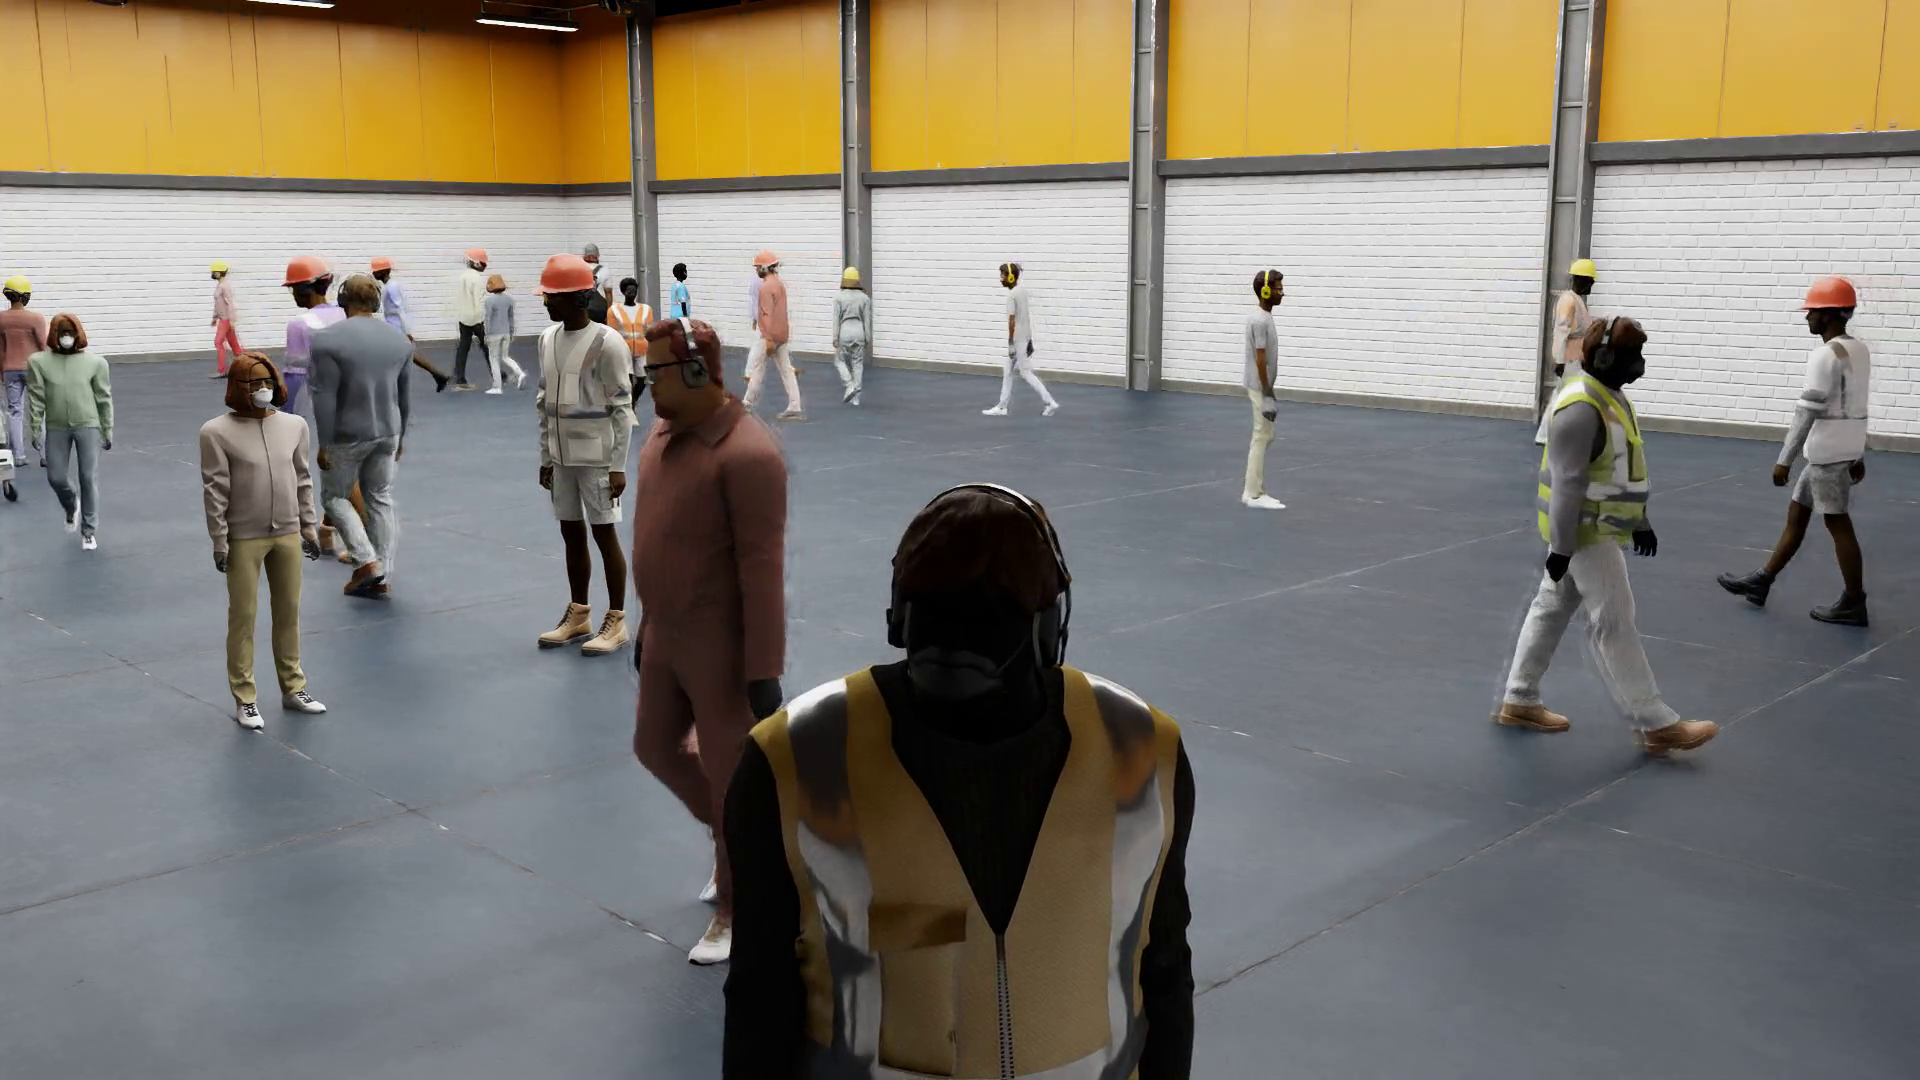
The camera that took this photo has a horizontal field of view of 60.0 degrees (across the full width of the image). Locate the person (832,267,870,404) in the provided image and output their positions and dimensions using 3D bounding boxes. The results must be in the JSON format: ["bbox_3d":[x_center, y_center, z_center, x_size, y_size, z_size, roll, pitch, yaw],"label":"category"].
[{"bbox_3d":[-1.376,-2.569,20.991,0.501,1.730,0.370,-4,11,-22],"label":"person"}]

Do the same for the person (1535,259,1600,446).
[{"bbox_3d":[6.196,-1.850,16.631,0.816,1.887,0.610,5,12,27],"label":"person"}]

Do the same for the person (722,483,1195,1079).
[{"bbox_3d":[0.014,0.835,2.145,0.624,1.841,0.430,-2,11,-12],"label":"person"}]

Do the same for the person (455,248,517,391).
[{"bbox_3d":[-6.617,-3.046,23.011,0.605,1.932,1.005,9,14,42],"label":"person"}]

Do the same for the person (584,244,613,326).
[{"bbox_3d":[-5.757,-3.652,26.056,0.693,2.000,1.006,-1,10,-5],"label":"person"}]

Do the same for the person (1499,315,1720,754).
[{"bbox_3d":[2.733,-0.026,6.929,0.933,1.793,0.644,6,12,28],"label":"person"}]

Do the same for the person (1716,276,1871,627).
[{"bbox_3d":[4.678,-0.498,9.240,0.930,1.896,0.574,10,14,44],"label":"person"}]

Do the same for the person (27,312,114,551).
[{"bbox_3d":[-6.059,-0.752,11.373,0.522,1.617,0.478,-4,11,-22],"label":"person"}]

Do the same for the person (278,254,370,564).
[{"bbox_3d":[-4.162,-0.842,10.844,0.924,1.999,0.682,3,11,17],"label":"person"}]

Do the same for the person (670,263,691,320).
[{"bbox_3d":[-4.369,-3.478,26.050,0.318,1.696,0.532,-5,12,-25],"label":"person"}]

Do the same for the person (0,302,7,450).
[{"bbox_3d":[-9.686,-1.756,16.345,0.641,1.808,0.591,3,11,15],"label":"person"}]

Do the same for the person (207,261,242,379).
[{"bbox_3d":[-11.022,-3.272,24.773,0.715,1.745,0.523,-7,12,-32],"label":"person"}]

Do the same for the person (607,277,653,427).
[{"bbox_3d":[-3.707,-2.123,18.725,0.538,1.676,0.688,-5,11,-24],"label":"person"}]

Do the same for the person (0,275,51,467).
[{"bbox_3d":[-8.612,-1.547,15.333,0.522,1.769,0.311,0,10,0],"label":"person"}]

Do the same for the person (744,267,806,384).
[{"bbox_3d":[-2.690,-3.195,23.975,1.012,1.886,0.641,-4,11,-20],"label":"person"}]

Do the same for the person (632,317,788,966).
[{"bbox_3d":[-0.747,0.280,5.036,0.482,1.893,0.725,-8,13,-37],"label":"person"}]

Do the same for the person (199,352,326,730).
[{"bbox_3d":[-3.044,-0.005,7.286,0.280,1.633,0.500,8,13,37],"label":"person"}]

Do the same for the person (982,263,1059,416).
[{"bbox_3d":[0.741,-2.348,19.589,0.914,1.820,0.525,3,11,16],"label":"person"}]

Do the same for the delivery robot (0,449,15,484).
[{"bbox_3d":[-7.957,-0.627,13.364,0.707,0.478,0.477,5,12,27],"label":"delivery robot"}]

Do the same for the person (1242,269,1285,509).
[{"bbox_3d":[2.392,-1.171,13.029,0.341,1.862,0.534,2,11,12],"label":"person"}]

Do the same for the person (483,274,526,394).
[{"bbox_3d":[-6.140,-2.750,22.288,0.533,1.616,0.501,6,12,28],"label":"person"}]

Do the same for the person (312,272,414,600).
[{"bbox_3d":[-3.484,-0.593,9.714,0.431,1.921,0.643,8,13,37],"label":"person"}]

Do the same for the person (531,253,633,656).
[{"bbox_3d":[-1.939,-0.425,8.462,0.611,2.040,0.393,7,13,35],"label":"person"}]

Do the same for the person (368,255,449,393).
[{"bbox_3d":[-7.196,-2.764,21.655,0.922,1.892,0.575,-4,11,-19],"label":"person"}]

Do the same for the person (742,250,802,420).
[{"bbox_3d":[-2.271,-2.362,19.271,0.987,1.945,0.649,3,11,17],"label":"person"}]
